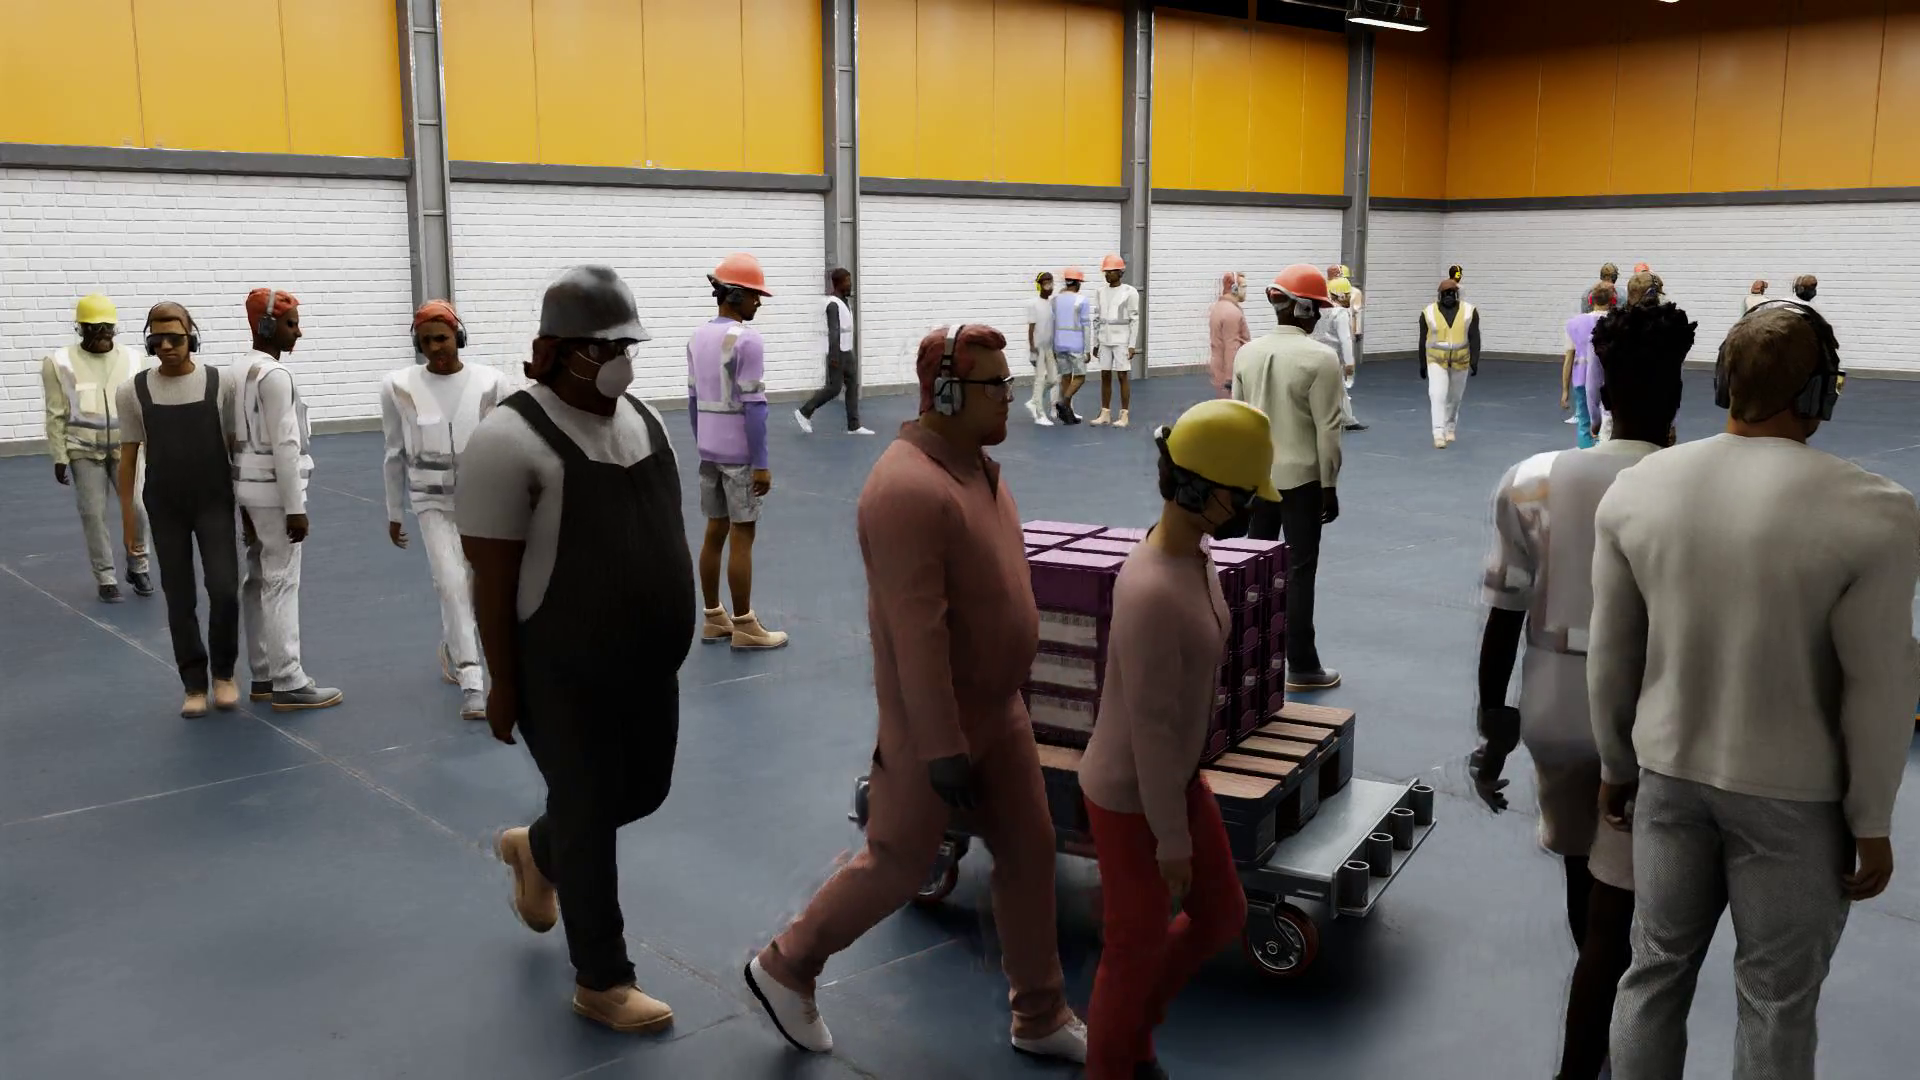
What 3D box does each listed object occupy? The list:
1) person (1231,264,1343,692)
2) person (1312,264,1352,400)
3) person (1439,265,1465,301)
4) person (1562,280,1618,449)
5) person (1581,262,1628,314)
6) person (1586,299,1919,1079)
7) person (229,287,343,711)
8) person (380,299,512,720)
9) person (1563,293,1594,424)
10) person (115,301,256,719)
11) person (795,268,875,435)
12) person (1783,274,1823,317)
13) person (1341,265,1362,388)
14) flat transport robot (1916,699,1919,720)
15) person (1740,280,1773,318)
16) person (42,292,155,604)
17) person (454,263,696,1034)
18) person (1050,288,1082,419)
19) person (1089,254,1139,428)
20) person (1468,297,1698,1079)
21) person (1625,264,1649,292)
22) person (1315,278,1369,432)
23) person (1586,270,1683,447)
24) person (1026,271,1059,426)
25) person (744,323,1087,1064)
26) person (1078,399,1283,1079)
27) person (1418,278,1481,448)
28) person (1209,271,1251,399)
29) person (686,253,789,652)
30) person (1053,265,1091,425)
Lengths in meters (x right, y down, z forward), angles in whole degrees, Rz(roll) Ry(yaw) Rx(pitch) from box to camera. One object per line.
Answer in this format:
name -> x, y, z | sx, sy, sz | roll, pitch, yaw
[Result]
person -> 1.539, -0.291, 7.804 | 0.402, 1.985, 0.613 | -8, 12, -39
person -> 5.248, -2.916, 23.405 | 0.400, 1.910, 0.643 | -8, 12, -39
person -> 8.313, -3.698, 28.112 | 0.335, 1.865, 0.519 | -8, 12, -39
person -> 5.459, -1.308, 14.263 | 0.573, 1.822, 0.794 | 5, 11, 28
person -> 8.190, -2.548, 21.156 | 0.378, 1.940, 0.629 | -8, 12, -39
person -> 1.561, 0.495, 3.340 | 0.378, 1.940, 0.629 | -8, 12, -39
person -> -3.071, -0.182, 7.458 | 0.361, 1.885, 0.575 | -8, 12, -39
person -> -2.302, -0.174, 7.583 | 0.596, 1.839, 0.959 | -4, 10, -22
person -> 7.764, -2.208, 20.182 | 0.871, 1.597, 0.489 | -2, 10, -9
person -> -3.364, -0.117, 7.243 | 0.536, 1.826, 0.426 | -3, 10, -19
person -> -1.425, -2.120, 18.795 | 0.828, 1.897, 0.596 | 2, 10, 9
person -> 9.664, -2.165, 19.259 | 0.632, 1.820, 0.675 | -6, 11, -32
person -> 5.789, -3.203, 25.132 | 0.598, 1.897, 0.878 | 5, 11, 28
flat transport robot -> 4.208, 0.638, 7.379 | 0.652, 0.197, 1.431 | -8, 13, -41
person -> 12.711, -3.324, 26.580 | 0.315, 1.638, 0.515 | -8, 12, -39
person -> -4.978, -0.523, 9.682 | 0.594, 1.818, 0.427 | -7, 12, -35
person -> -1.047, 0.247, 4.492 | 0.766, 2.000, 0.691 | 6, 12, 33
person -> 1.298, -2.319, 20.702 | 0.285, 1.633, 0.501 | -8, 12, -39
person -> 1.811, -2.339, 19.625 | 0.609, 2.043, 0.397 | 8, 13, 39
person -> 1.569, 0.414, 3.844 | 0.626, 1.913, 0.979 | 8, 13, 40
person -> 10.791, -3.437, 26.490 | 0.568, 1.889, 0.960 | 6, 12, 33
person -> 4.227, -2.080, 18.896 | 0.940, 1.785, 0.611 | -1, 10, -8
person -> 4.381, -0.783, 10.842 | 0.378, 1.934, 0.629 | -8, 12, -39
person -> 0.977, -2.286, 19.917 | 0.554, 1.841, 0.508 | -8, 13, -41
person -> -0.079, 0.400, 4.107 | 0.920, 1.870, 0.639 | 4, 10, 22
person -> 0.460, 0.553, 3.604 | 0.462, 1.723, 0.570 | 4, 10, 20
person -> 5.227, -1.906, 17.842 | 0.619, 1.800, 0.949 | 1, 10, 8
person -> 2.489, -1.599, 15.759 | 0.662, 1.885, 0.651 | 0, 10, -2
person -> -1.152, -0.447, 8.576 | 0.404, 2.034, 0.609 | -8, 12, -39
person -> 1.287, -2.304, 19.812 | 0.551, 1.912, 0.588 | 6, 12, 33
